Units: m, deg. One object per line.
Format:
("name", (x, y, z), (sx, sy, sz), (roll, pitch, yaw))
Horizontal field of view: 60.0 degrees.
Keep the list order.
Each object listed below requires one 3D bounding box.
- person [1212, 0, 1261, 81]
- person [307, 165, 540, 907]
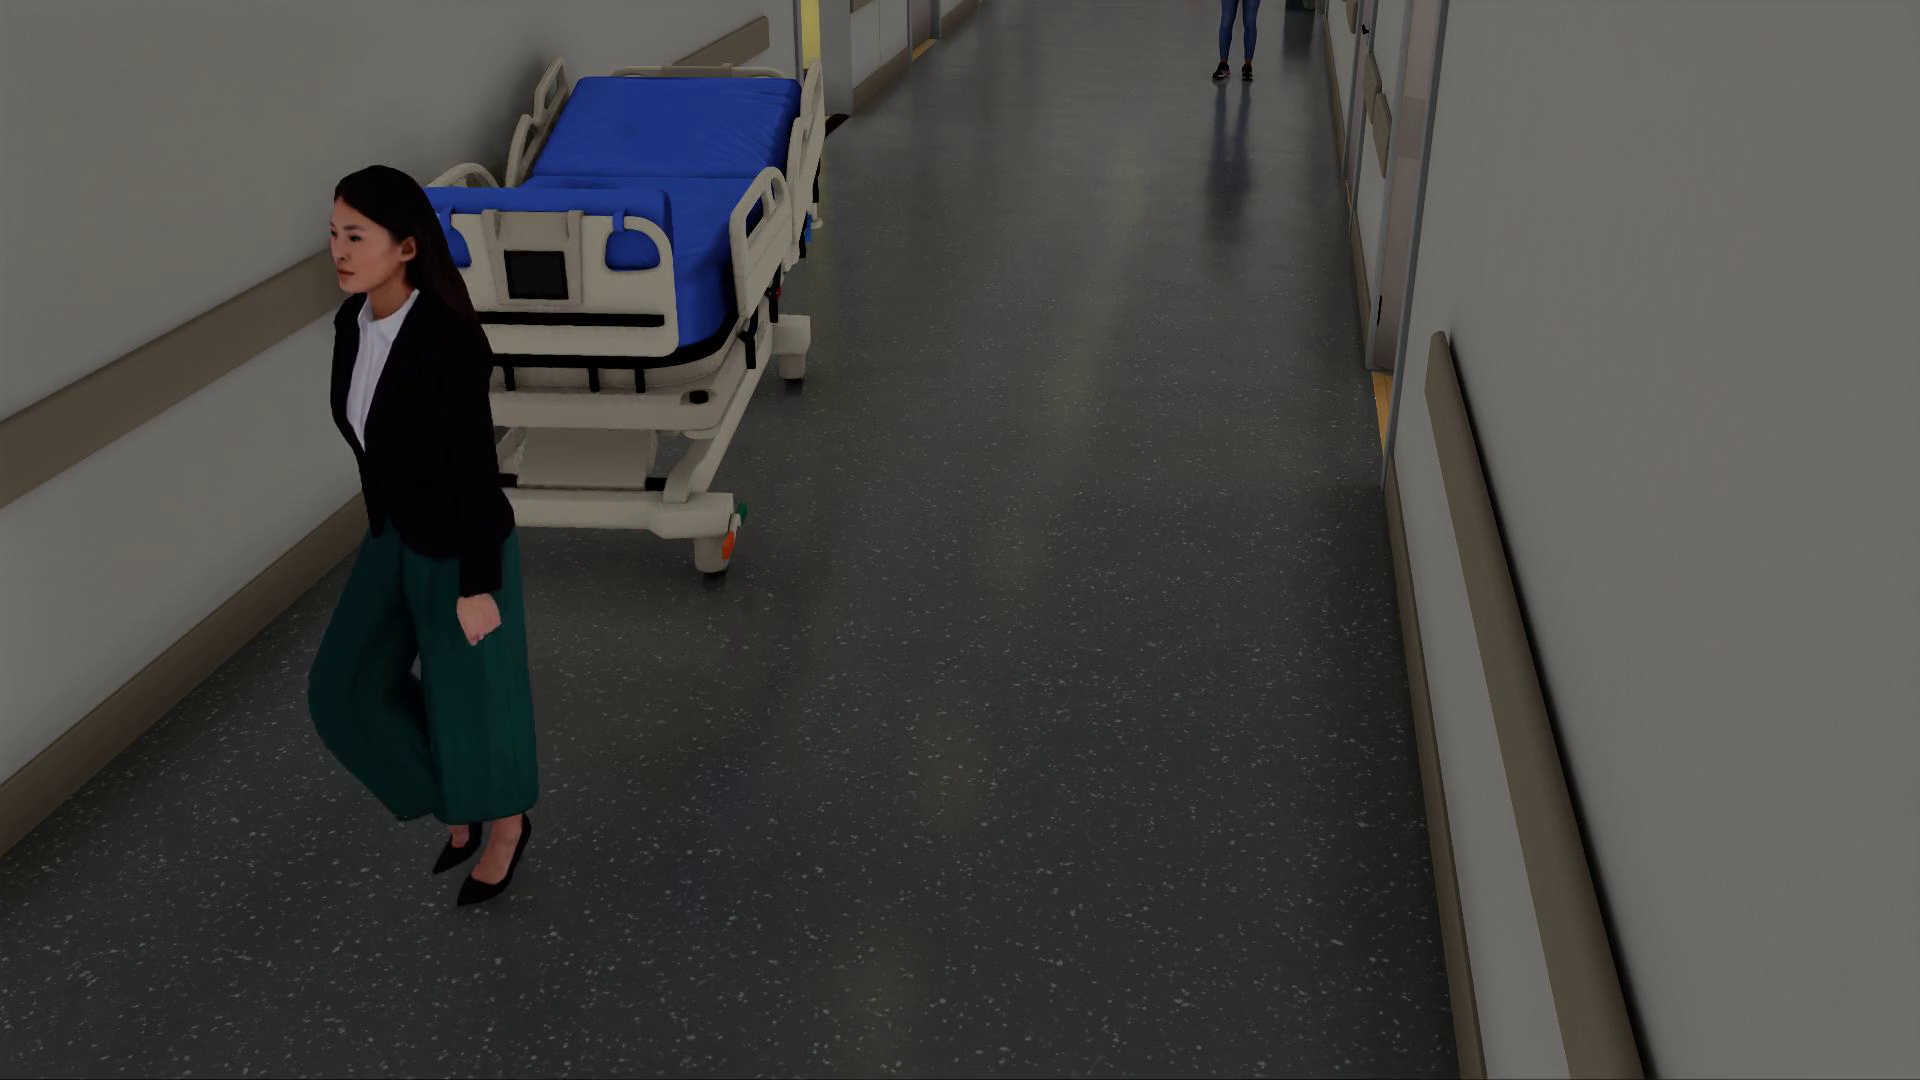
("person", (2.236, -4.483, 13.136), (0.552, 1.616, 0.675), (7, 27, 14))
("person", (-1.084, 0.029, 3.655), (0.718, 1.726, 0.797), (15, 29, 28))
